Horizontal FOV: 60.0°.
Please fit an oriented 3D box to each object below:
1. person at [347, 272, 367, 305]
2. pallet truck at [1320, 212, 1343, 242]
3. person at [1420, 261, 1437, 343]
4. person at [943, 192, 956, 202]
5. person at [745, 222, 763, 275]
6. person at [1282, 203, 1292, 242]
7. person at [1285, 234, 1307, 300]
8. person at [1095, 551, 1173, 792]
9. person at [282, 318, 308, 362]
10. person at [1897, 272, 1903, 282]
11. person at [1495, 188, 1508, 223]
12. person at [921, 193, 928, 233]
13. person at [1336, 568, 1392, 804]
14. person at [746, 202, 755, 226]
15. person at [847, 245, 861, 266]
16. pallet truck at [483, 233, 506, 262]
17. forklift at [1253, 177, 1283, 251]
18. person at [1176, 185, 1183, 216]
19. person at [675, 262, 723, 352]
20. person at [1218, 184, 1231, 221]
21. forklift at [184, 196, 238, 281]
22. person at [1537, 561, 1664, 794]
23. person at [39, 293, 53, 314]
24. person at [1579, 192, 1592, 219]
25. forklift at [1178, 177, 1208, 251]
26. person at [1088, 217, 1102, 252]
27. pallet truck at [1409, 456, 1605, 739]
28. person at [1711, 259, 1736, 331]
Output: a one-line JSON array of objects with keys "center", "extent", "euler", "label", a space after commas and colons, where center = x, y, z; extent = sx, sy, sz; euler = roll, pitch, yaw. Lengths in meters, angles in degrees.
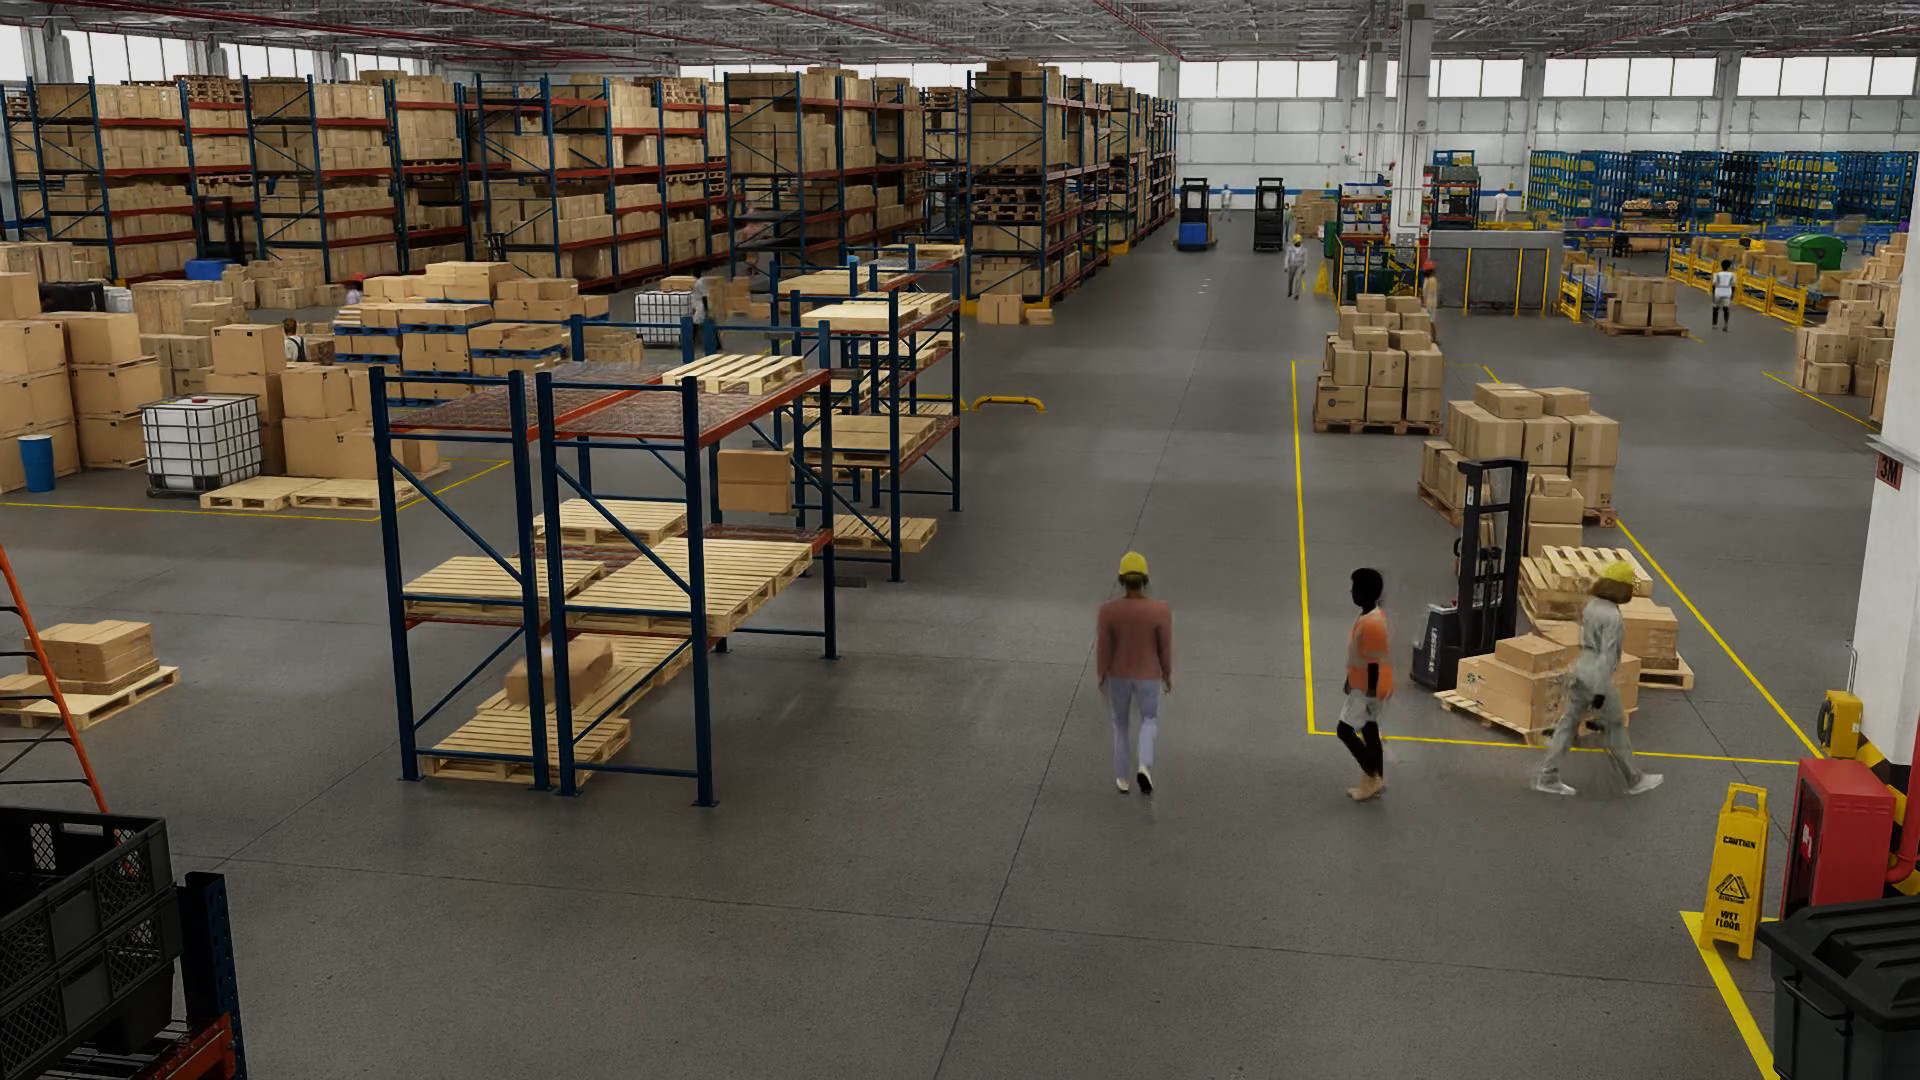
[{"center": [-11.723, -4.276, 32.538], "extent": [0.457, 1.918, 0.569], "euler": [3, 14, 11], "label": "person"}, {"center": [15.874, -13.227, 70.310], "extent": [0.680, 1.201, 1.601], "euler": [10, 17, 35], "label": "pallet truck"}, {"center": [9.811, -4.955, 35.312], "extent": [0.809, 1.908, 0.578], "euler": [-1, 14, -3], "label": "person"}, {"center": [-0.546, -18.751, 91.422], "extent": [0.647, 1.875, 0.894], "euler": [3, 14, 12], "label": "person"}, {"center": [-6.688, -9.518, 53.901], "extent": [0.646, 1.886, 0.686], "euler": [8, 16, 28], "label": "person"}, {"center": [13.787, -13.445, 70.360], "extent": [0.501, 1.631, 0.287], "euler": [-3, 14, -12], "label": "person"}, {"center": [9.360, -7.623, 46.352], "extent": [0.607, 1.814, 0.682], "euler": [2, 14, 8], "label": "person"}, {"center": [1.217, 0.944, 11.683], "extent": [0.548, 1.752, 0.405], "euler": [1, 14, 4], "label": "person"}, {"center": [-10.123, -2.462, 25.331], "extent": [0.331, 1.844, 0.521], "euler": [4, 14, 16], "label": "person"}, {"center": [20.416, -5.084, 35.574], "extent": [0.684, 2.000, 0.536], "euler": [2, 14, 10], "label": "person"}, {"center": [26.018, -15.933, 79.897], "extent": [0.644, 1.908, 0.408], "euler": [9, 16, 32], "label": "person"}, {"center": [-1.602, -14.969, 75.917], "extent": [0.553, 1.935, 0.361], "euler": [1, 14, 5], "label": "person"}, {"center": [2.822, 1.018, 11.562], "extent": [0.405, 1.674, 0.538], "euler": [3, 14, 12], "label": "person"}, {"center": [-8.310, -12.280, 65.129], "extent": [0.844, 1.874, 0.646], "euler": [3, 14, 12], "label": "person"}, {"center": [-2.829, -6.885, 43.593], "extent": [0.538, 1.696, 0.317], "euler": [4, 14, 14], "label": "person"}, {"center": [-11.832, -7.026, 43.548], "extent": [1.885, 1.965, 0.823], "euler": [8, 16, 28], "label": "pallet truck"}, {"center": [12.083, -12.747, 64.956], "extent": [1.129, 2.768, 1.873], "euler": [3, 14, 10], "label": "forklift"}, {"center": [12.178, -18.516, 90.840], "extent": [0.901, 1.685, 0.501], "euler": [6, 15, 21], "label": "person"}, {"center": [-5.507, -4.896, 35.092], "extent": [1.027, 1.899, 0.619], "euler": [-2, 14, -7], "label": "person"}, {"center": [13.808, -17.498, 86.293], "extent": [0.635, 1.889, 1.015], "euler": [-5, 15, -20], "label": "person"}, {"center": [-20.821, -8.247, 46.688], "extent": [1.129, 2.768, 1.873], "euler": [3, 14, 10], "label": "forklift"}, {"center": [4.524, 0.984, 11.662], "extent": [0.891, 1.674, 0.541], "euler": [-1, 14, -3], "label": "person"}, {"center": [-15.582, -3.288, 28.587], "extent": [0.747, 1.893, 0.598], "euler": [3, 14, 13], "label": "person"}, {"center": [30.605, -16.351, 81.509], "extent": [0.995, 1.942, 0.640], "euler": [-2, 14, -10], "label": "person"}, {"center": [9.110, -12.702, 64.776], "extent": [1.129, 2.768, 1.873], "euler": [3, 14, 10], "label": "forklift"}, {"center": [4.768, -10.517, 58.430], "extent": [0.911, 1.653, 0.527], "euler": [4, 14, 16], "label": "person"}, {"center": [4.504, 0.400, 13.395], "extent": [0.823, 1.965, 1.885], "euler": [-6, 15, -23], "label": "pallet truck"}, {"center": [17.916, -5.745, 39.021], "extent": [0.538, 1.667, 0.799], "euler": [2, 14, 10], "label": "person"}]
